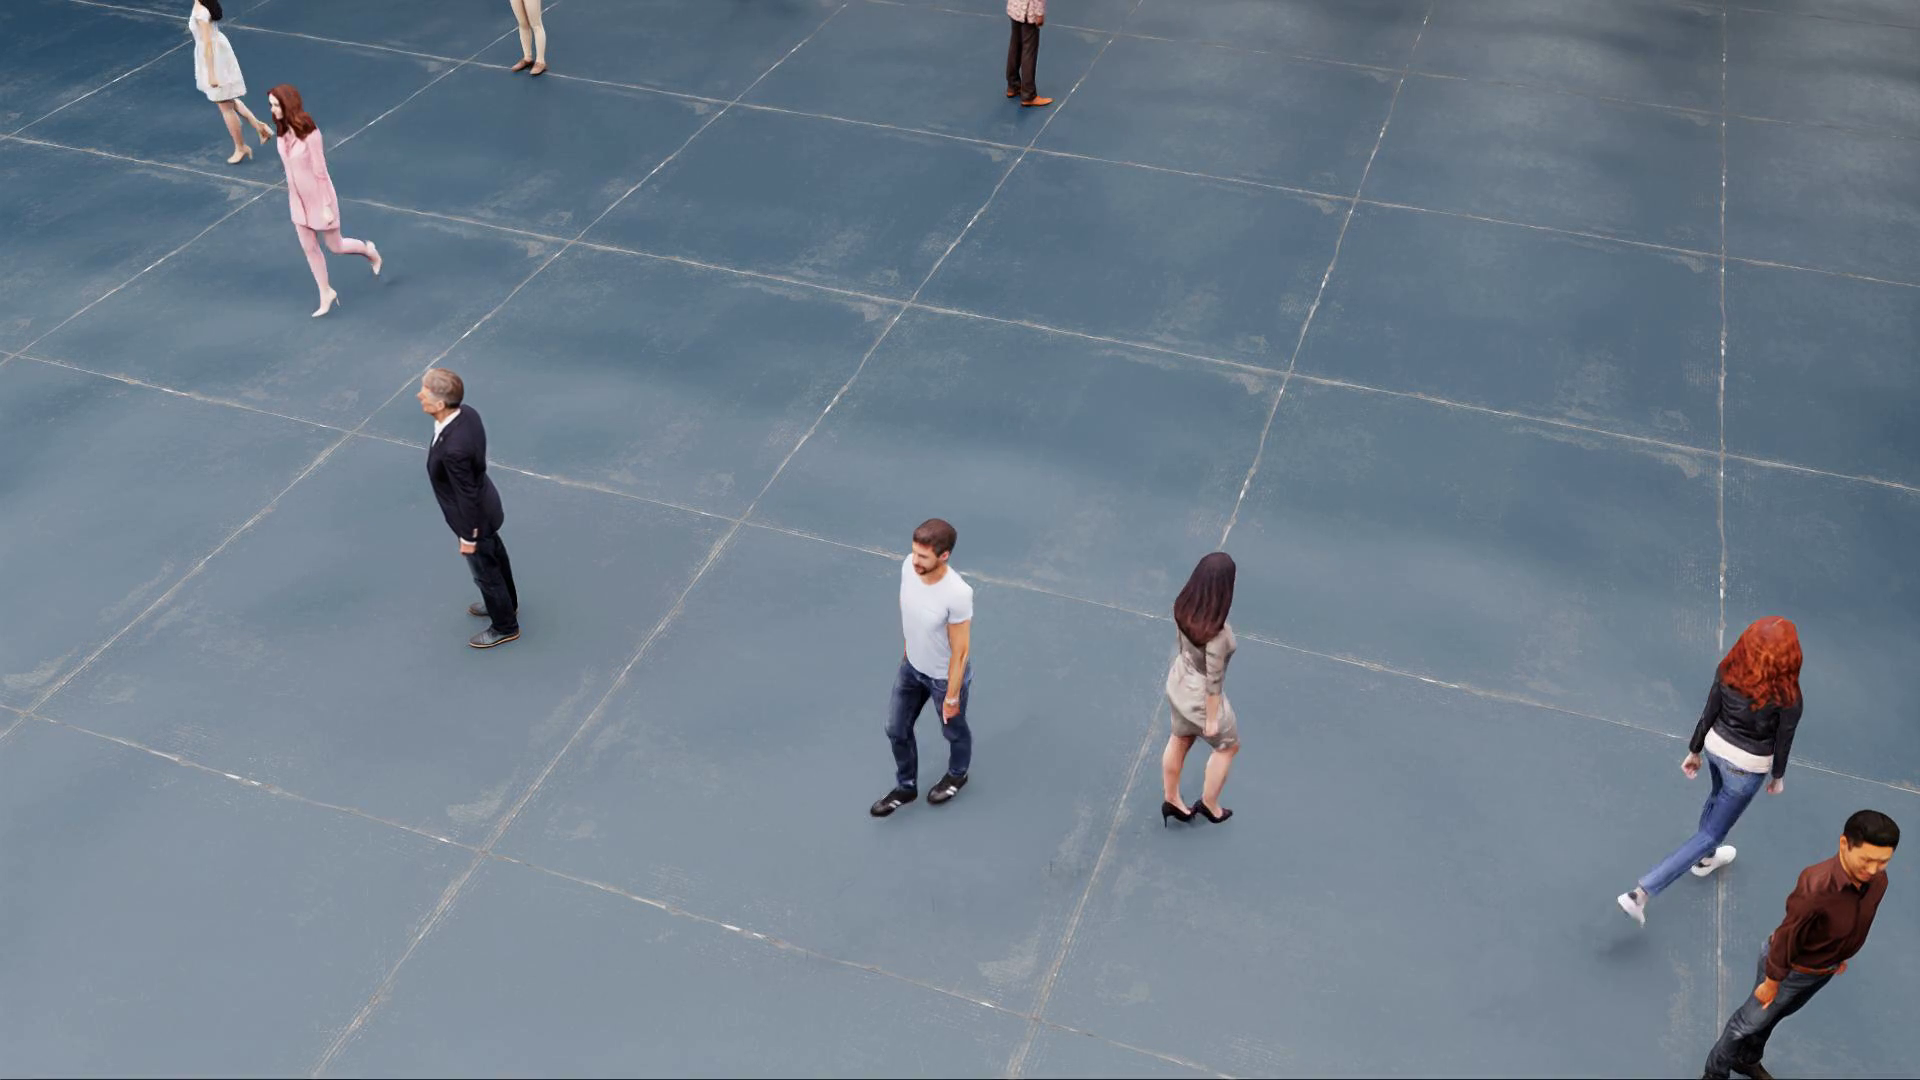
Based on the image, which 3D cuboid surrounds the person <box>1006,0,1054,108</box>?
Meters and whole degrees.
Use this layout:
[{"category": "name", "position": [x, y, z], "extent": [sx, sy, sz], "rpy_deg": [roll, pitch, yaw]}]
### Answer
[{"category": "person", "position": [0.620, -4.997, 15.580], "extent": [0.820, 1.806, 0.761], "rpy_deg": [-16, 41, -19]}]

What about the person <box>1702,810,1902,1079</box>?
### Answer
[{"category": "person", "position": [3.512, 1.759, 6.968], "extent": [0.693, 1.778, 0.756], "rpy_deg": [-16, 41, -20]}]

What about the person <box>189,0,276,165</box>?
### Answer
[{"category": "person", "position": [-6.373, -4.121, 14.494], "extent": [0.910, 1.766, 0.872], "rpy_deg": [-8, 39, -10]}]

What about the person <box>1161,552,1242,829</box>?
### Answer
[{"category": "person", "position": [1.112, 0.806, 8.225], "extent": [0.807, 1.730, 0.746], "rpy_deg": [-15, 41, -19]}]

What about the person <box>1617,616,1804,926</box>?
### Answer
[{"category": "person", "position": [3.560, 1.119, 7.801], "extent": [1.190, 1.759, 1.082], "rpy_deg": [-19, 42, -22]}]

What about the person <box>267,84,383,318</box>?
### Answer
[{"category": "person", "position": [-4.787, -2.572, 12.501], "extent": [0.696, 1.782, 0.992], "rpy_deg": [18, 42, 22]}]

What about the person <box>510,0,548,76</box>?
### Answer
[{"category": "person", "position": [-4.255, -5.416, 16.241], "extent": [0.617, 1.652, 0.566], "rpy_deg": [13, 40, 16]}]

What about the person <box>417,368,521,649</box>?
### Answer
[{"category": "person", "position": [-2.766, -0.189, 9.427], "extent": [0.829, 1.815, 0.706], "rpy_deg": [-5, 38, -6]}]

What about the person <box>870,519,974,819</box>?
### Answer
[{"category": "person", "position": [-0.056, 0.605, 8.384], "extent": [0.849, 1.851, 0.950], "rpy_deg": [30, 47, 32]}]
